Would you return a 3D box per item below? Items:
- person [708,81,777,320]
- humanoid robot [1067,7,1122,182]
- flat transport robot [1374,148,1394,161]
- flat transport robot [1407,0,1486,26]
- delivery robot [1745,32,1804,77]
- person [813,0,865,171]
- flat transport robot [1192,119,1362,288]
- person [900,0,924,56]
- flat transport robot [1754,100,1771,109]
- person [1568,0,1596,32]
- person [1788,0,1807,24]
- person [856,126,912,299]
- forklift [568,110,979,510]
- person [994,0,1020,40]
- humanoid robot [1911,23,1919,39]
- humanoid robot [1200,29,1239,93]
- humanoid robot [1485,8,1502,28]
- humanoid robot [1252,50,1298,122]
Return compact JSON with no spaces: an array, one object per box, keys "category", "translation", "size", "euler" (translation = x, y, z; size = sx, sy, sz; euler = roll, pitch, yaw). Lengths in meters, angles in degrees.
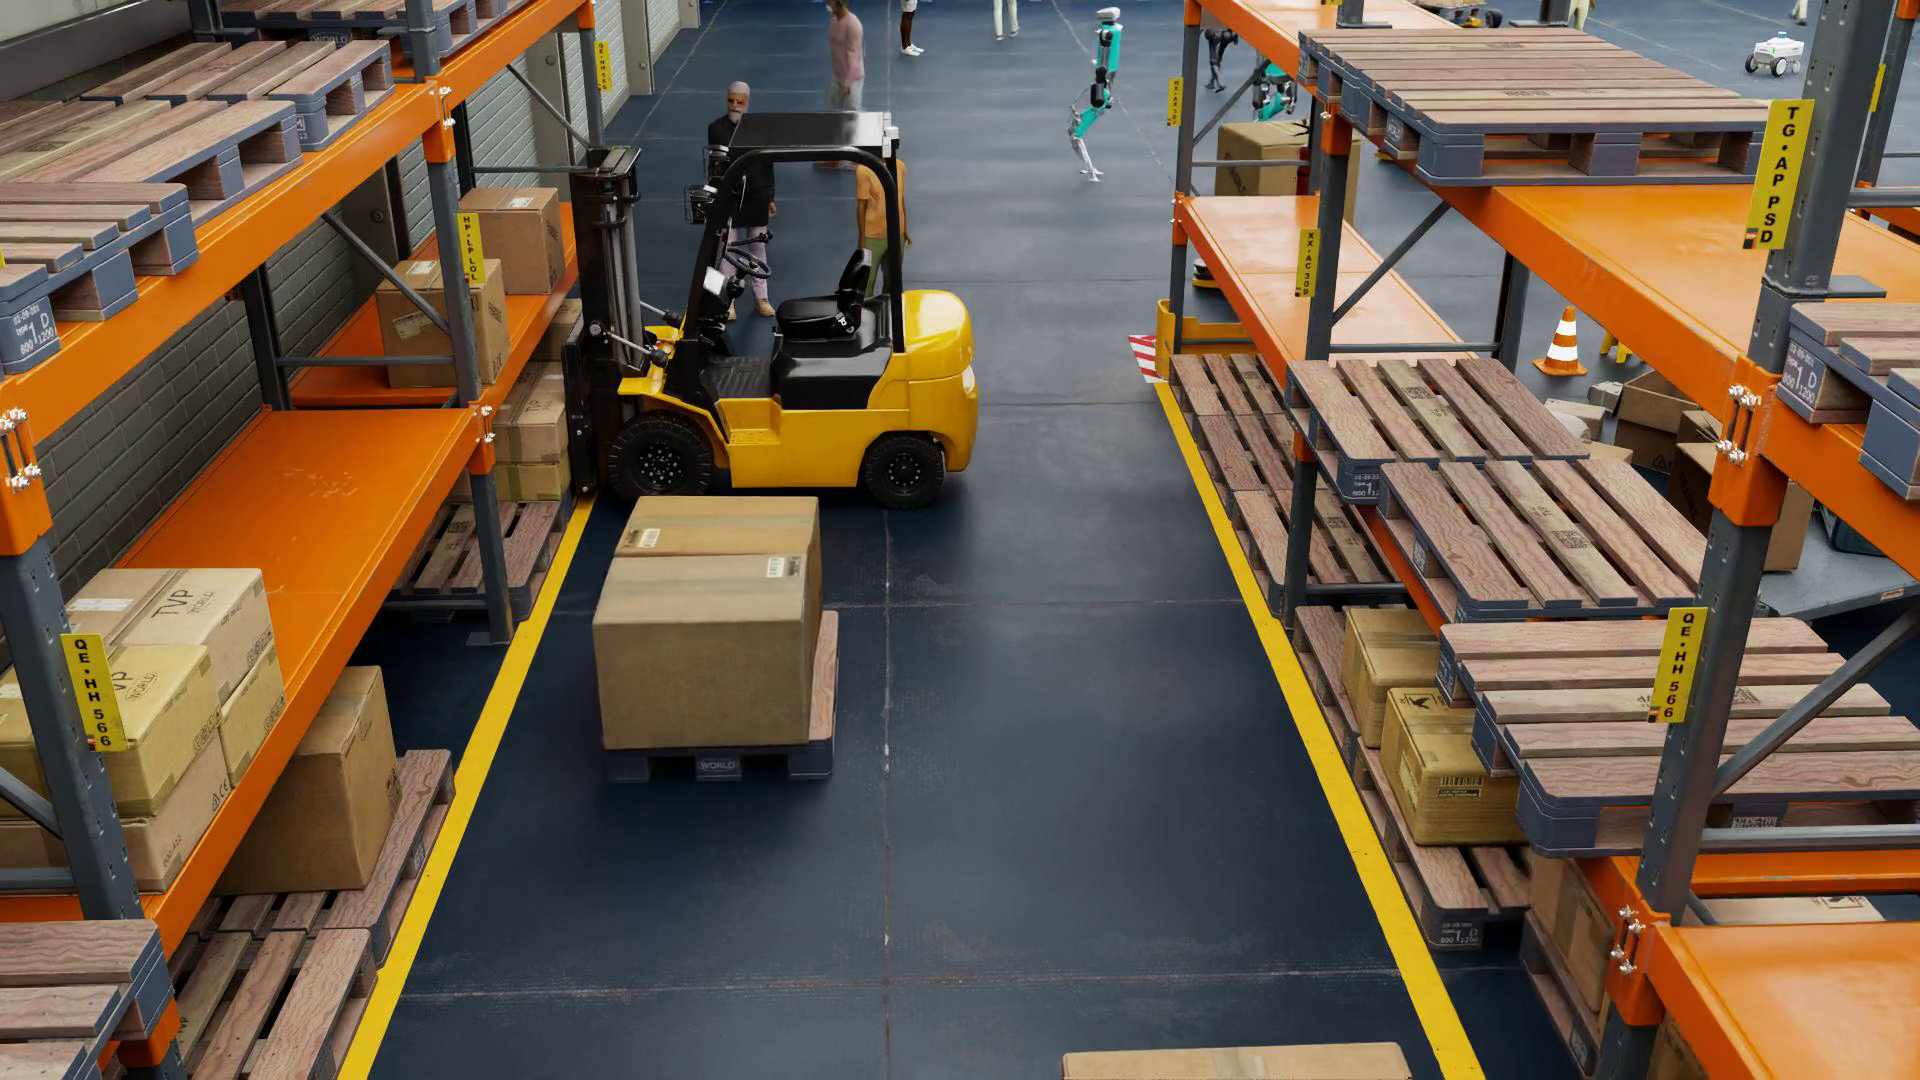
[{"category":"person","translation":[-1.711,-2.674,13.109],"size":[0.533,1.855,0.412],"euler":[-9,27,-17]},{"category":"humanoid robot","translation":[1.337,-4.661,17.454],"size":[0.676,1.802,0.536],"euler":[8,26,16]},{"category":"flat transport robot","translation":[5.373,-4.269,18.344],"size":[1.431,0.231,0.659],"euler":[16,29,30]},{"category":"flat transport robot","translation":[7.881,-8.585,27.483],"size":[1.431,0.231,0.659],"euler":[-18,31,-33]},{"category":"delivery robot","translation":[11.541,-6.850,23.497],"size":[0.811,0.614,0.499],"euler":[-14,29,-28]},{"category":"person","translation":[-1.252,-4.884,17.727],"size":[0.584,1.914,0.714],"euler":[-14,29,-28]},{"category":"flat transport robot","translation":[2.718,-2.289,14.151],"size":[1.431,0.231,0.659],"euler":[4,26,9]},{"category":"person","translation":[-0.755,-8.216,24.795],"size":[0.370,1.898,0.555],"euler":[4,26,9]},{"category":"flat transport robot","translation":[8.484,-4.062,17.905],"size":[1.431,0.231,0.659],"euler":[-5,26,-11]},{"category":"person","translation":[8.792,-7.713,23.739],"size":[0.549,1.891,0.386],"euler":[1,25,3]},{"category":"person","translation":[14.149,-9.530,27.786],"size":[0.533,1.707,0.963],"euler":[2,25,4]},{"category":"person","translation":[-0.562,-2.253,12.377],"size":[0.447,1.717,0.360],"euler":[-17,30,-31]},{"category":"forklift","translation":[-1.043,-1.379,9.976],"size":[2.313,2.155,1.214],"euler":[-1,25,-2]},{"category":"person","translation":[0.724,-8.841,26.324],"size":[0.588,1.707,0.855],"euler":[8,26,16]},{"category":"humanoid robot","translation":[15.148,-8.734,26.157],"size":[0.450,1.648,0.601],"euler":[13,28,26]},{"category":"humanoid robot","translation":[3.460,-6.805,22.127],"size":[0.635,1.651,0.647],"euler":[-7,26,-14]},{"category":"humanoid robot","translation":[5.756,-5.019,18.301],"size":[0.614,1.636,0.444],"euler":[-10,27,-21]},{"category":"humanoid robot","translation":[3.197,-4.612,17.371],"size":[0.551,1.803,0.851],"euler":[-9,27,-19]}]
